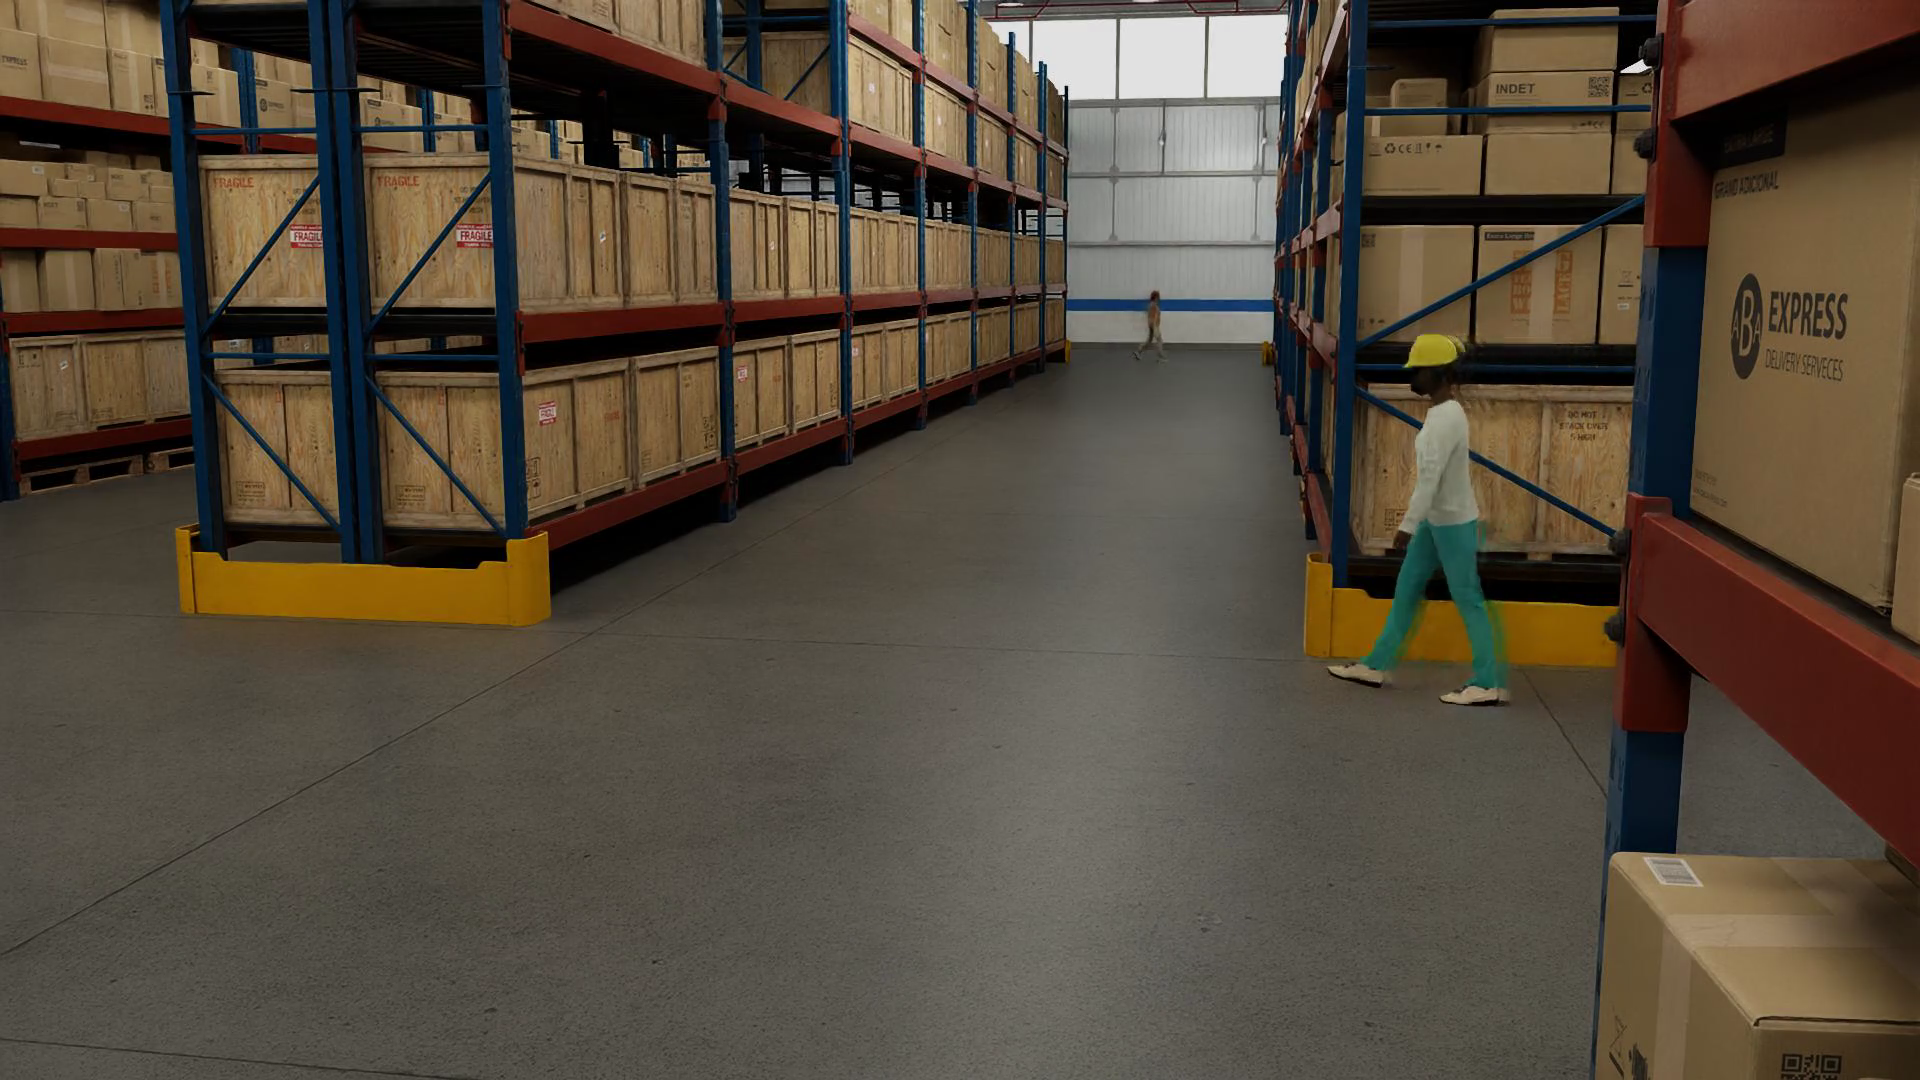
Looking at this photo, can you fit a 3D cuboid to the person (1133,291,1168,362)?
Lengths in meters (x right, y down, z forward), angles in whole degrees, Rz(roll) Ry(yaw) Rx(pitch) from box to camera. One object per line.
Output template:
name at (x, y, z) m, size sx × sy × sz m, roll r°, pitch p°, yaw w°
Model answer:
person at (4.321, -4.832, 37.587) m, size 0.740 × 1.616 × 0.522 m, roll 1°, pitch 9°, yaw 8°

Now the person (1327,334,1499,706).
person at (2.139, -0.088, 7.771) m, size 0.866 × 1.727 × 0.533 m, roll 2°, pitch 9°, yaw 10°
